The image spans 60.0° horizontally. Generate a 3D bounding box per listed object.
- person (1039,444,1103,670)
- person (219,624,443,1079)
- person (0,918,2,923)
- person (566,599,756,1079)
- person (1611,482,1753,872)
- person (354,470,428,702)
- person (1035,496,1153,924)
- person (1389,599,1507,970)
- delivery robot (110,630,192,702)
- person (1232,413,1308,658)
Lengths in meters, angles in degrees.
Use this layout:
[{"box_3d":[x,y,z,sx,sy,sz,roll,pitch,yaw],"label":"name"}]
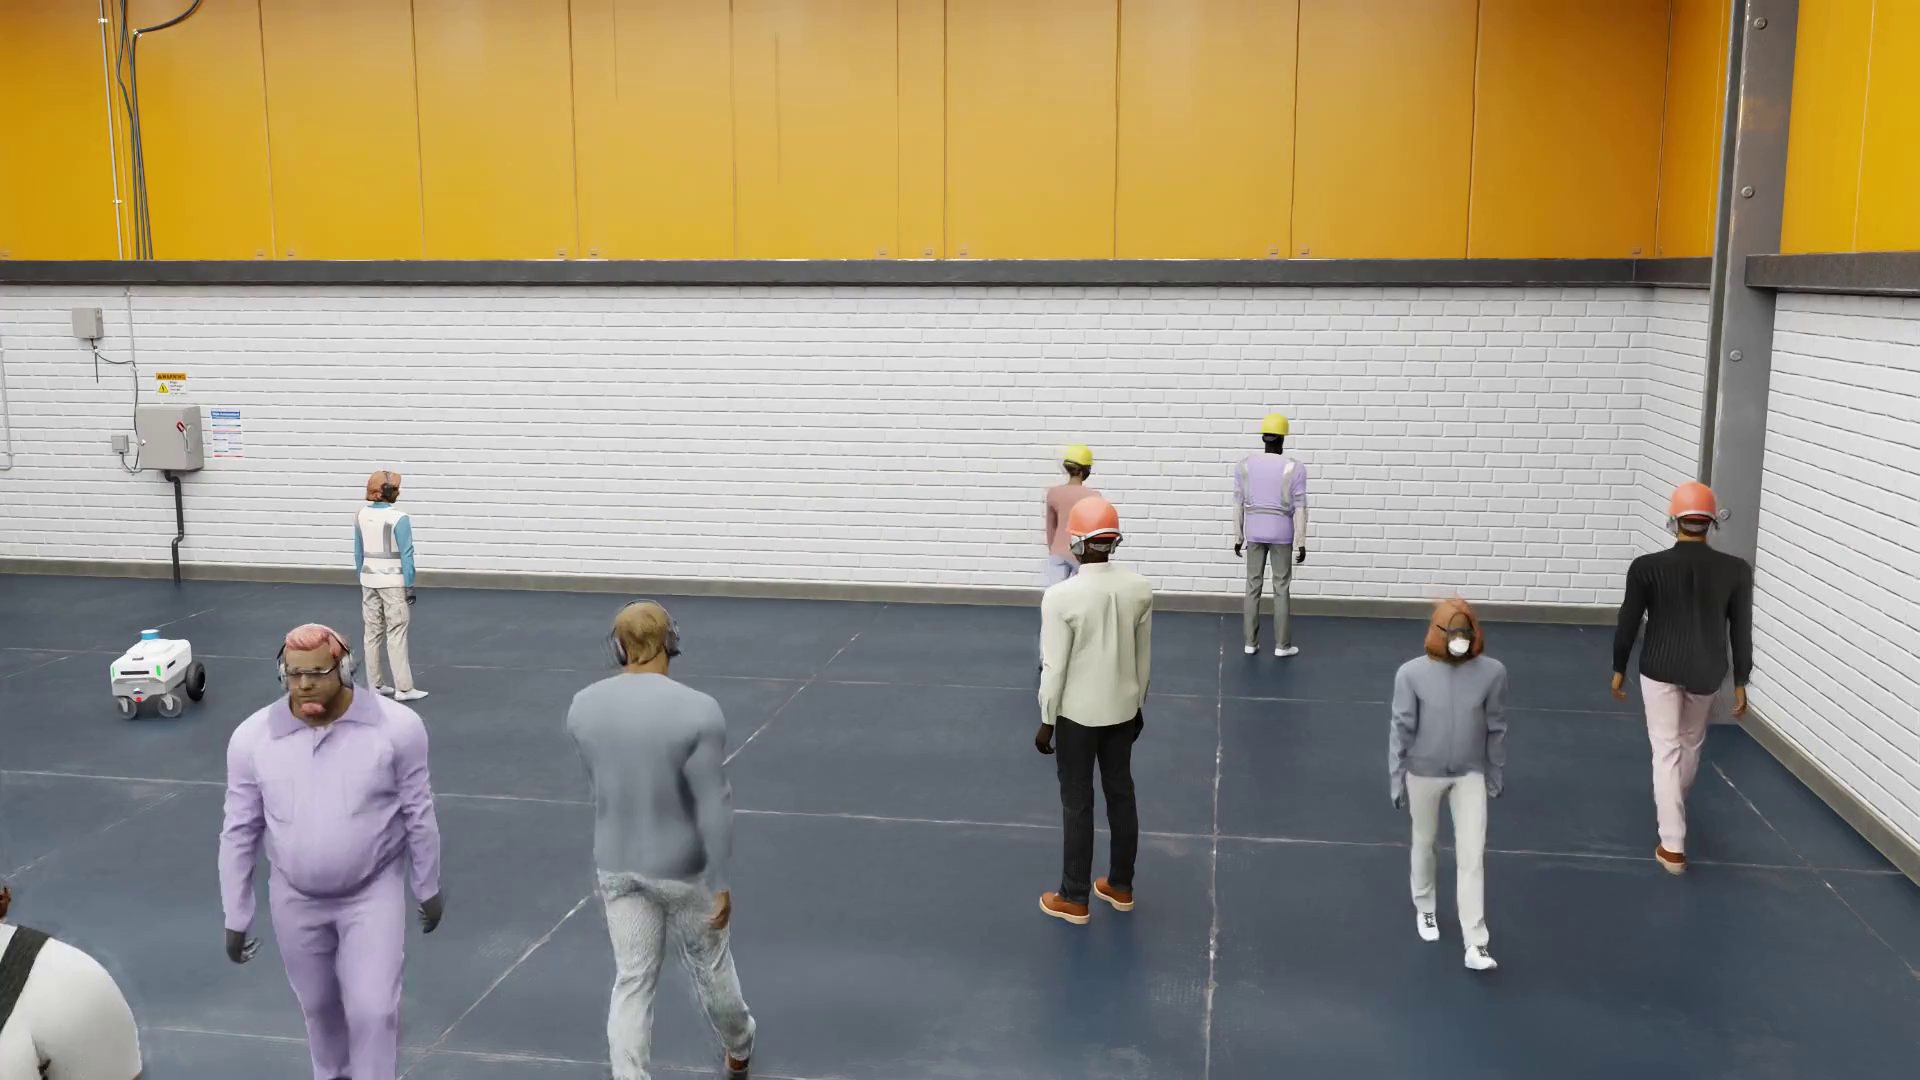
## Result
[{"box_3d":[0.873,0.123,12.719,0.540,1.714,0.904,7,11,35],"label":"person"},{"box_3d":[-2.093,1.215,5.487,0.685,1.878,0.772,-1,9,-8],"label":"person"},{"box_3d":[-2.843,1.339,4.541,0.545,1.942,0.350,4,10,24],"label":"person"},{"box_3d":[-1.055,1.144,5.946,0.650,1.874,0.903,2,10,15],"label":"person"},{"box_3d":[3.733,0.664,8.679,0.647,1.942,0.990,2,9,10],"label":"person"},{"box_3d":[-4.045,0.326,11.724,0.515,1.638,0.315,5,10,27],"label":"person"},{"box_3d":[0.619,0.789,7.770,0.613,1.994,0.381,-6,11,-32],"label":"person"},{"box_3d":[2.148,1.063,7.267,0.529,1.595,0.816,1,9,5],"label":"person"},{"box_3d":[-5.568,0.862,11.459,0.477,0.478,0.707,-1,9,-8],"label":"delivery robot"},{"box_3d":[2.443,-0.036,13.076,0.594,1.922,0.386,5,10,26],"label":"person"}]
